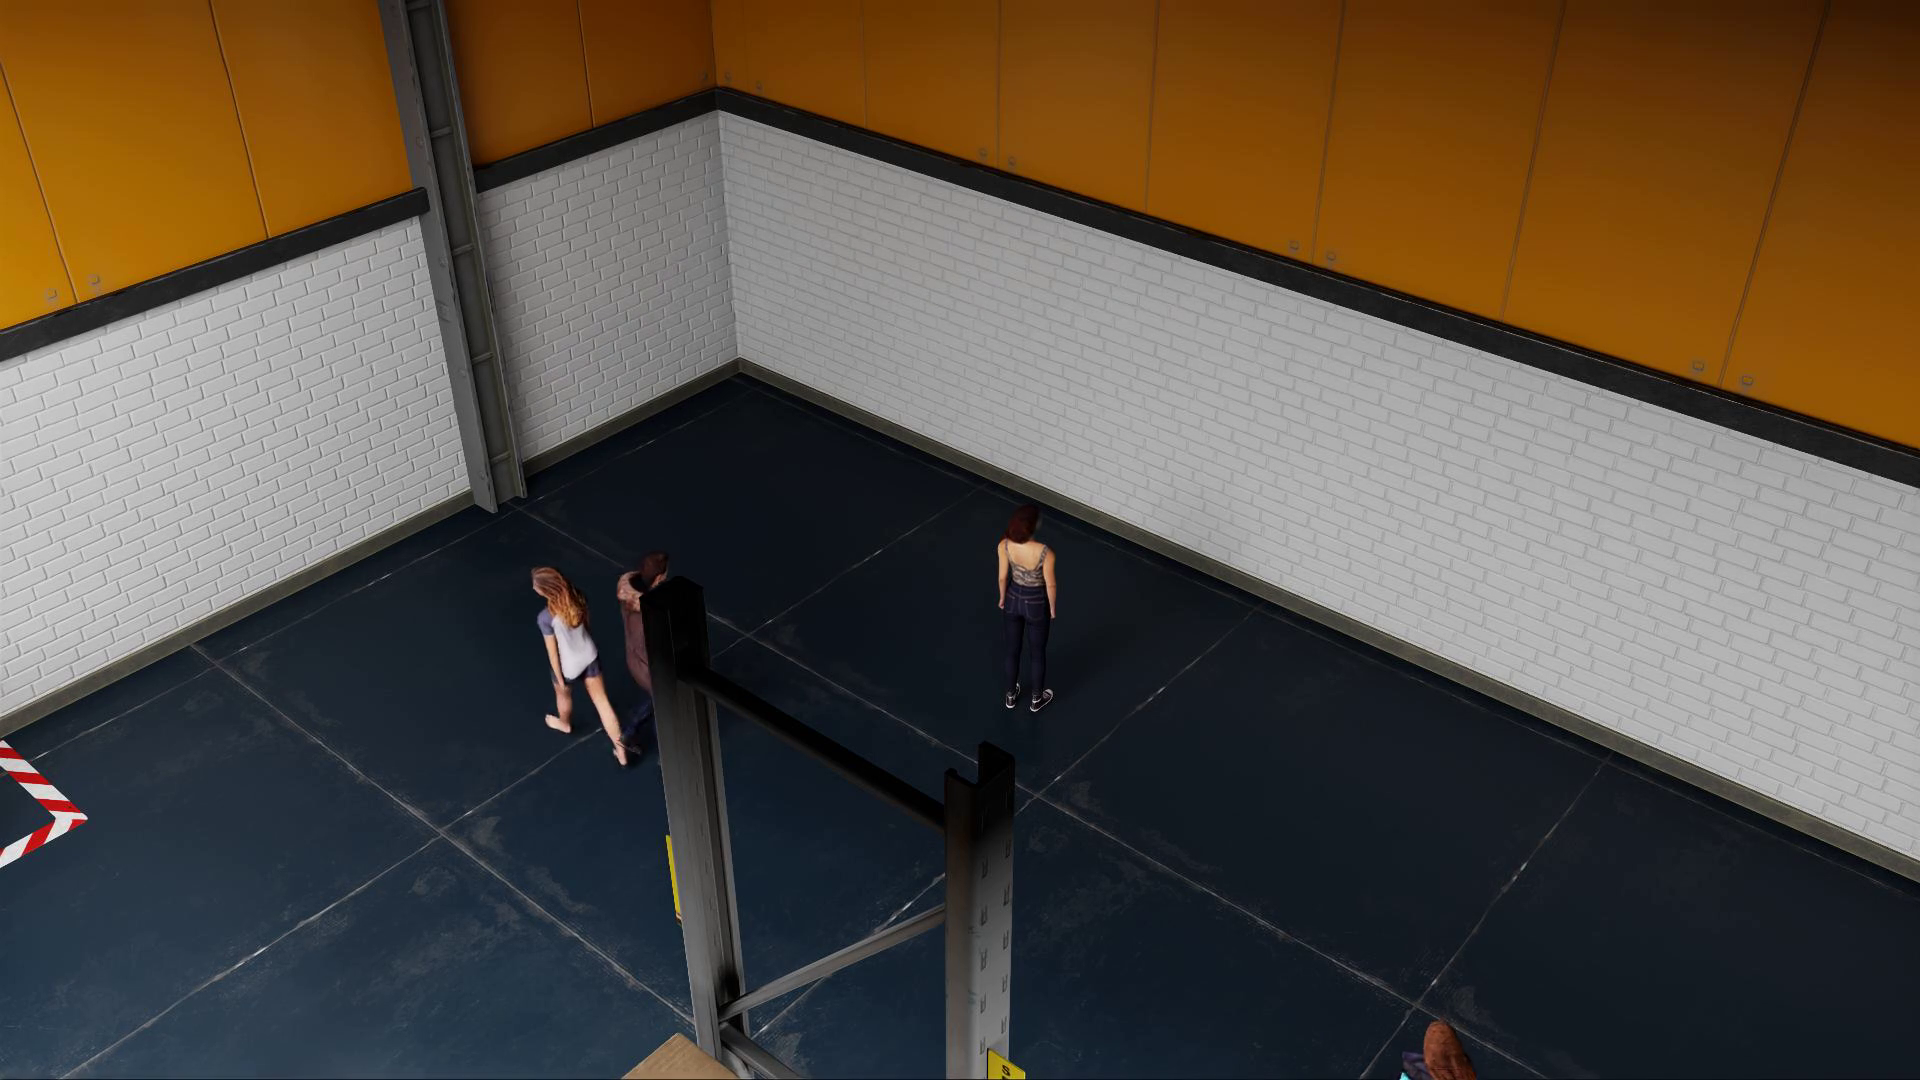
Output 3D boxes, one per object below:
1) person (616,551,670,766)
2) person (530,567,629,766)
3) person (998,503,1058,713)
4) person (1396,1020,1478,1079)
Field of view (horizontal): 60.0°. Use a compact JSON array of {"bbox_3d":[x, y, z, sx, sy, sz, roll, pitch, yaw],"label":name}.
[{"bbox_3d":[-2.235,0.899,11.788,0.886,1.828,0.868,-21,39,-29],"label":"person"},{"bbox_3d":[-2.692,0.925,11.892,0.784,1.671,1.020,28,43,35],"label":"person"},{"bbox_3d":[0.498,0.504,12.437,0.681,1.768,0.661,12,35,17],"label":"person"},{"bbox_3d":[2.449,3.138,8.727,0.690,1.487,0.760,-7,34,-10],"label":"person"}]
